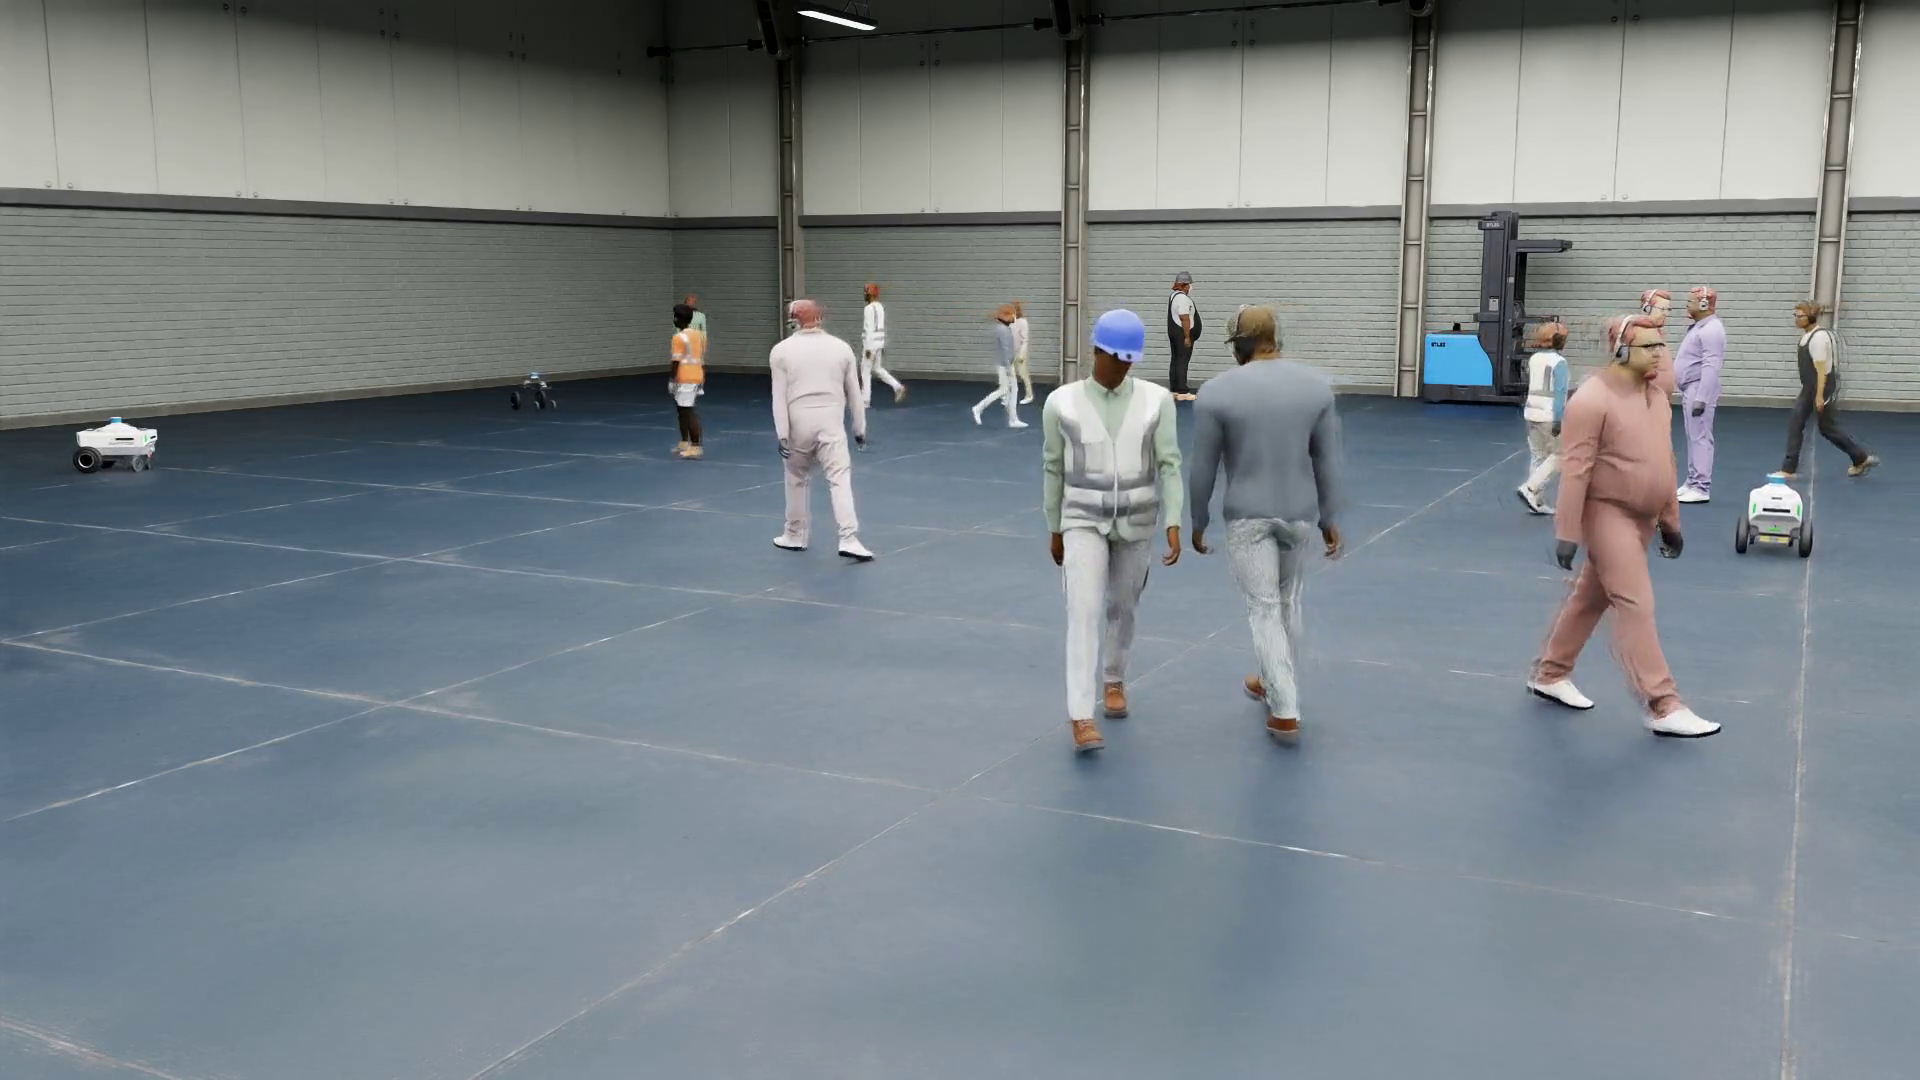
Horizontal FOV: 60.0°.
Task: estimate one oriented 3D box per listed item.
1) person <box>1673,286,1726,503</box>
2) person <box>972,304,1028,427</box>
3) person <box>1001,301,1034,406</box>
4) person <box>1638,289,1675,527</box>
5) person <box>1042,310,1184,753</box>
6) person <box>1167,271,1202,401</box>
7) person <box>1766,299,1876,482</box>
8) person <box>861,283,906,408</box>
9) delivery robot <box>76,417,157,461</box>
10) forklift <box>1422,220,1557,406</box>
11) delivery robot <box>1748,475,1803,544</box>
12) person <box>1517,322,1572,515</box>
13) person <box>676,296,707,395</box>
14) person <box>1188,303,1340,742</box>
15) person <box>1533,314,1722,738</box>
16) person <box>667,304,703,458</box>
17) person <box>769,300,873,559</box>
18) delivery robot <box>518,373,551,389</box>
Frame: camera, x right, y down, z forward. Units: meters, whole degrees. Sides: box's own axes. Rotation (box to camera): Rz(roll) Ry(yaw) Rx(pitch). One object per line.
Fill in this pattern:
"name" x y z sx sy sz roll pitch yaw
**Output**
"person" 6.545 -1.292 14.797 0.406 1.911 0.636 3 10 16
"person" 0.535 -2.283 21.809 0.658 1.612 0.504 2 9 10
"person" 0.858 -2.851 25.381 0.500 1.592 0.785 6 11 32
"person" 5.444 -1.029 13.200 0.406 1.902 0.637 6 11 33
"person" 0.661 -0.070 7.358 0.592 1.884 0.961 -1 9 -5
"person" 3.590 -3.249 26.587 0.538 2.000 0.682 -2 9 -12
"person" 8.434 -1.446 16.168 0.916 1.792 0.529 1 9 6
"person" -1.241 -2.927 25.038 0.742 1.866 0.582 3 10 20
"delivery robot" -8.697 -1.028 17.173 0.707 0.478 0.477 -1 9 -8
"forklift" 8.245 -3.527 25.720 1.873 2.768 1.129 5 10 27
"delivery robot" 6.013 -0.233 12.268 0.477 0.478 0.707 4 10 24
"person" 4.884 -1.006 13.919 0.413 1.623 0.514 -2 10 -14
"person" -4.442 -3.216 27.507 0.503 1.633 0.280 -2 10 -15
"person" 1.324 -0.096 7.465 0.663 1.897 0.891 -2 9 -13
"person" 3.017 -0.082 7.499 0.664 1.852 0.986 -7 12 -38
"person" -3.082 -1.740 18.225 0.565 1.677 0.552 2 10 15
"person" -1.017 -0.798 11.982 0.699 1.846 0.942 -2 10 -15
"delivery robot" -6.301 -2.363 24.606 0.335 0.223 0.698 -8 12 -39
